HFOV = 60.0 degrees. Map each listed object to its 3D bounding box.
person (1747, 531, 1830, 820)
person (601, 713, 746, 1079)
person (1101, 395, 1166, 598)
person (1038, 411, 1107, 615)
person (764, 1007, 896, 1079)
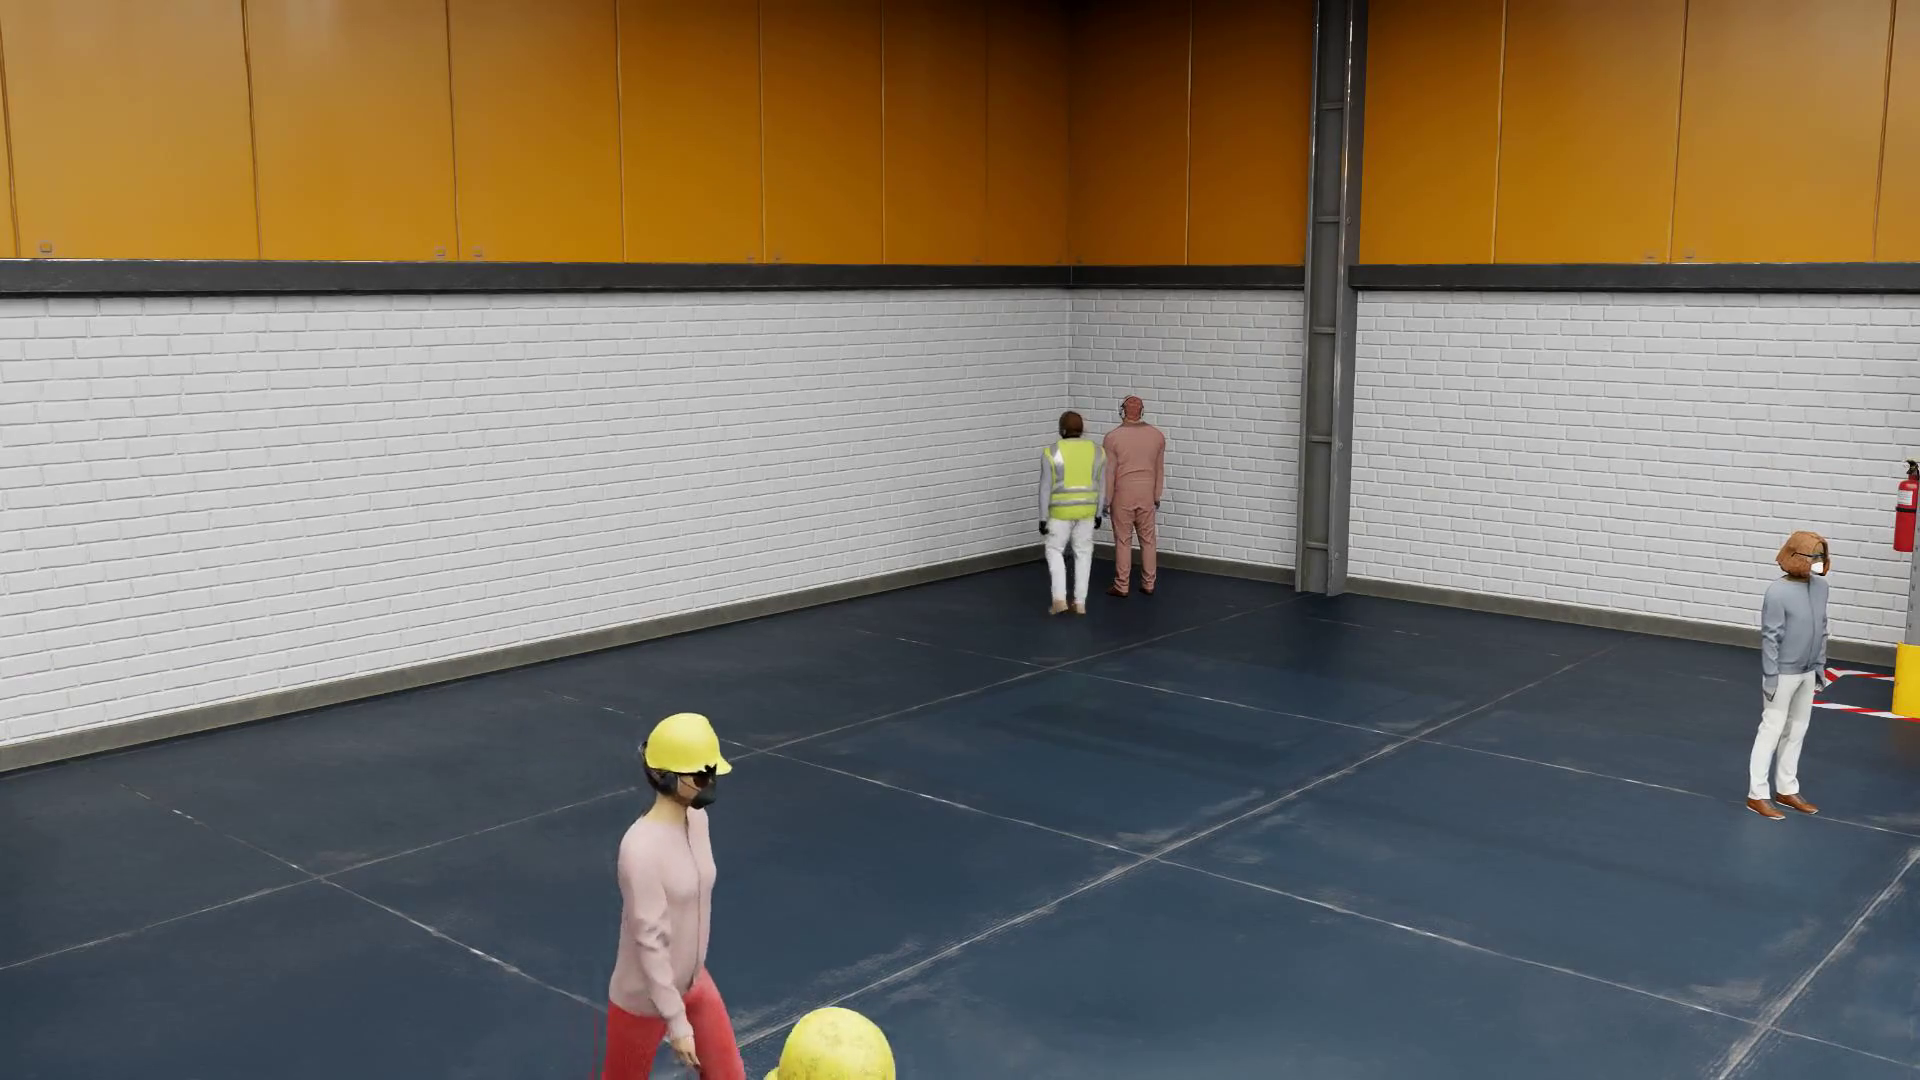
[{"bbox_3d":[4.663,0.750,9.314,0.493,1.624,0.280,-5,10,-30],"label":"person"},{"bbox_3d":[-0.827,1.380,5.064,0.908,1.722,0.544,3,10,18],"label":"person"},{"bbox_3d":[1.611,-0.409,15.702,0.642,1.910,0.401,-3,10,-20],"label":"person"},{"bbox_3d":[0.997,-0.237,14.845,0.643,1.842,0.428,-2,9,-14],"label":"person"},{"bbox_3d":[-0.240,1.693,3.095,0.718,1.713,0.505,5,10,28],"label":"person"}]
